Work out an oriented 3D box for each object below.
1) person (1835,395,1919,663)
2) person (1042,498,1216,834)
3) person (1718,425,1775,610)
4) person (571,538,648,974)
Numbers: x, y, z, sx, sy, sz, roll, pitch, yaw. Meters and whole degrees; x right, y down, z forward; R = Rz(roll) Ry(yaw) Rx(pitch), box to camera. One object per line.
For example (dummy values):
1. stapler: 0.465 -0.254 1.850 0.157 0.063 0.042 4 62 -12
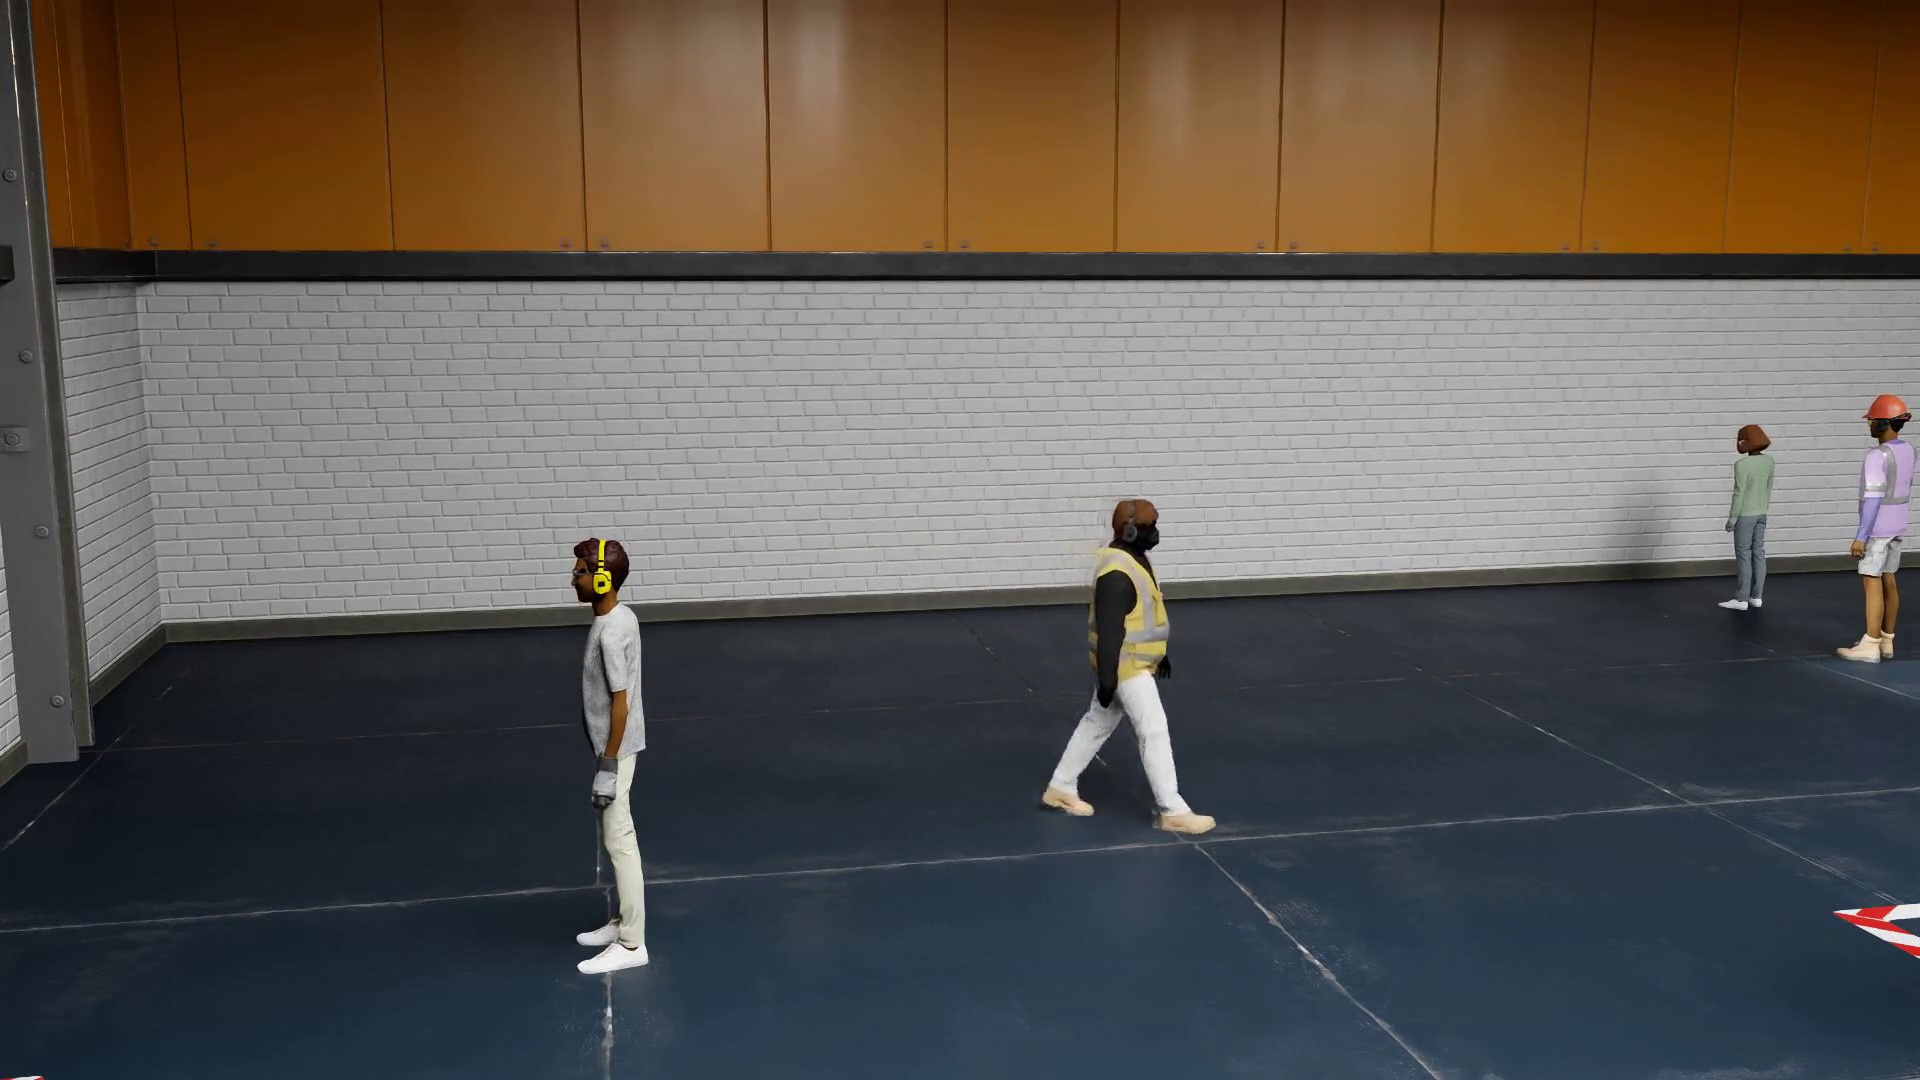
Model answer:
1. person: 7.004 -0.086 12.691 0.608 2.044 0.370 -7 12 -37
2. person: 0.873 0.657 8.926 0.952 1.799 0.627 2 9 11
3. person: 6.938 -0.200 14.634 0.497 1.633 0.288 -6 11 -31
4. person: -1.514 0.913 7.132 0.328 1.872 0.513 -2 10 -12
